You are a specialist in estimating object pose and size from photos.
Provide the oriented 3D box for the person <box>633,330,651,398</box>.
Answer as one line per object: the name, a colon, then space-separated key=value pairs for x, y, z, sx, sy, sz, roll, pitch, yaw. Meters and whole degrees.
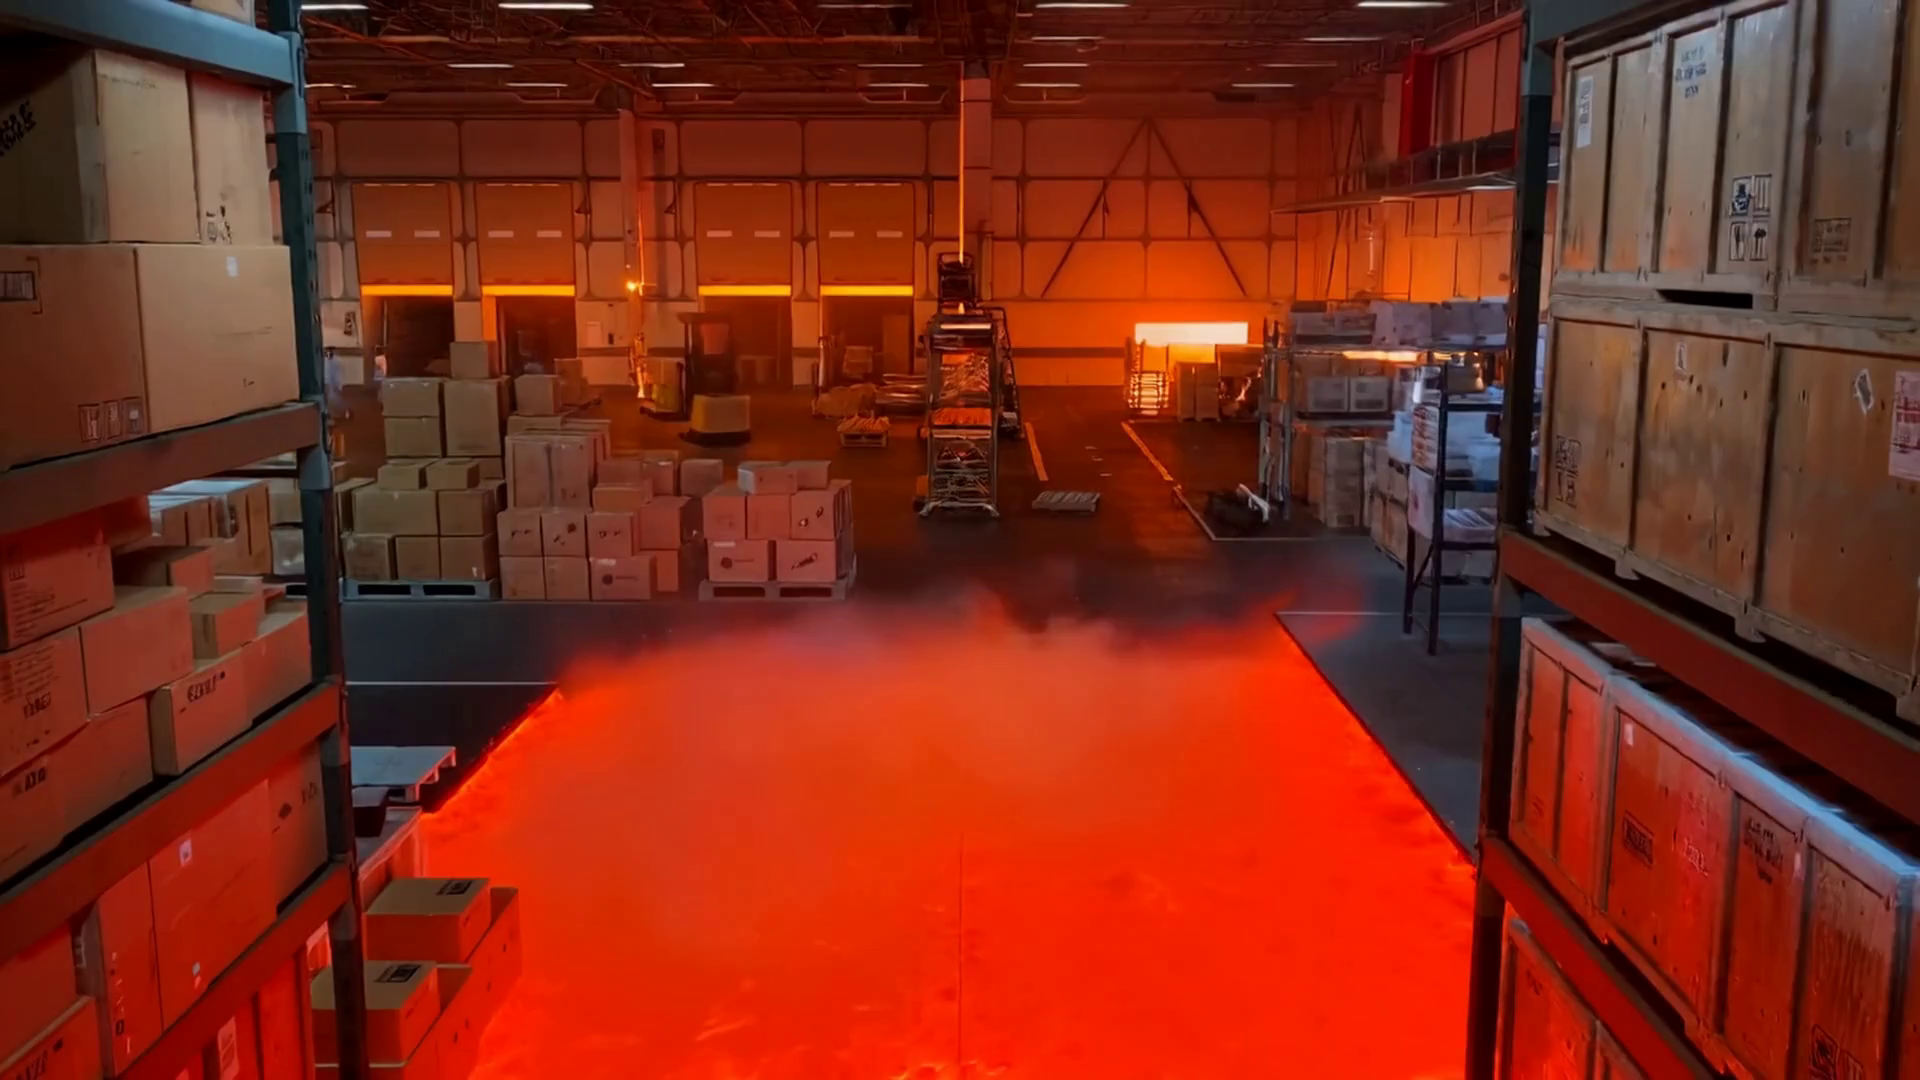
person: x=-9.057 y=-4.986 z=47.234 sx=0.543 sy=1.928 sz=0.393 roll=4 pitch=11 yaw=20

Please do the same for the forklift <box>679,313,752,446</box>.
forklift: x=-5.311 y=-3.521 z=36.017 sx=1.129 sy=2.768 sz=1.873 roll=-5 pitch=11 yaw=-25

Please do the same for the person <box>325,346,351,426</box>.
person: x=-14.933 y=-3.707 z=39.897 sx=0.635 sy=1.920 sz=0.668 roll=6 pitch=12 yaw=33

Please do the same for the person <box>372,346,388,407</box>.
person: x=-15.496 y=-4.380 z=44.608 sx=0.475 sy=1.626 sz=0.520 roll=4 pitch=11 yaw=21

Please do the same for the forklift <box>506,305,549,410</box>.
forklift: x=-10.735 y=-4.452 z=41.385 sx=1.129 sy=2.768 sz=1.873 roll=0 pitch=10 yaw=1

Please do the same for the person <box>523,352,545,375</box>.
person: x=-9.532 y=-3.233 z=37.107 sx=0.473 sy=1.923 sz=0.660 roll=4 pitch=11 yaw=22

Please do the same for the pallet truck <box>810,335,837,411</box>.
pallet truck: x=-3.021 y=-4.312 z=43.126 sx=1.885 sy=1.965 sz=0.823 roll=3 pitch=10 yaw=17
